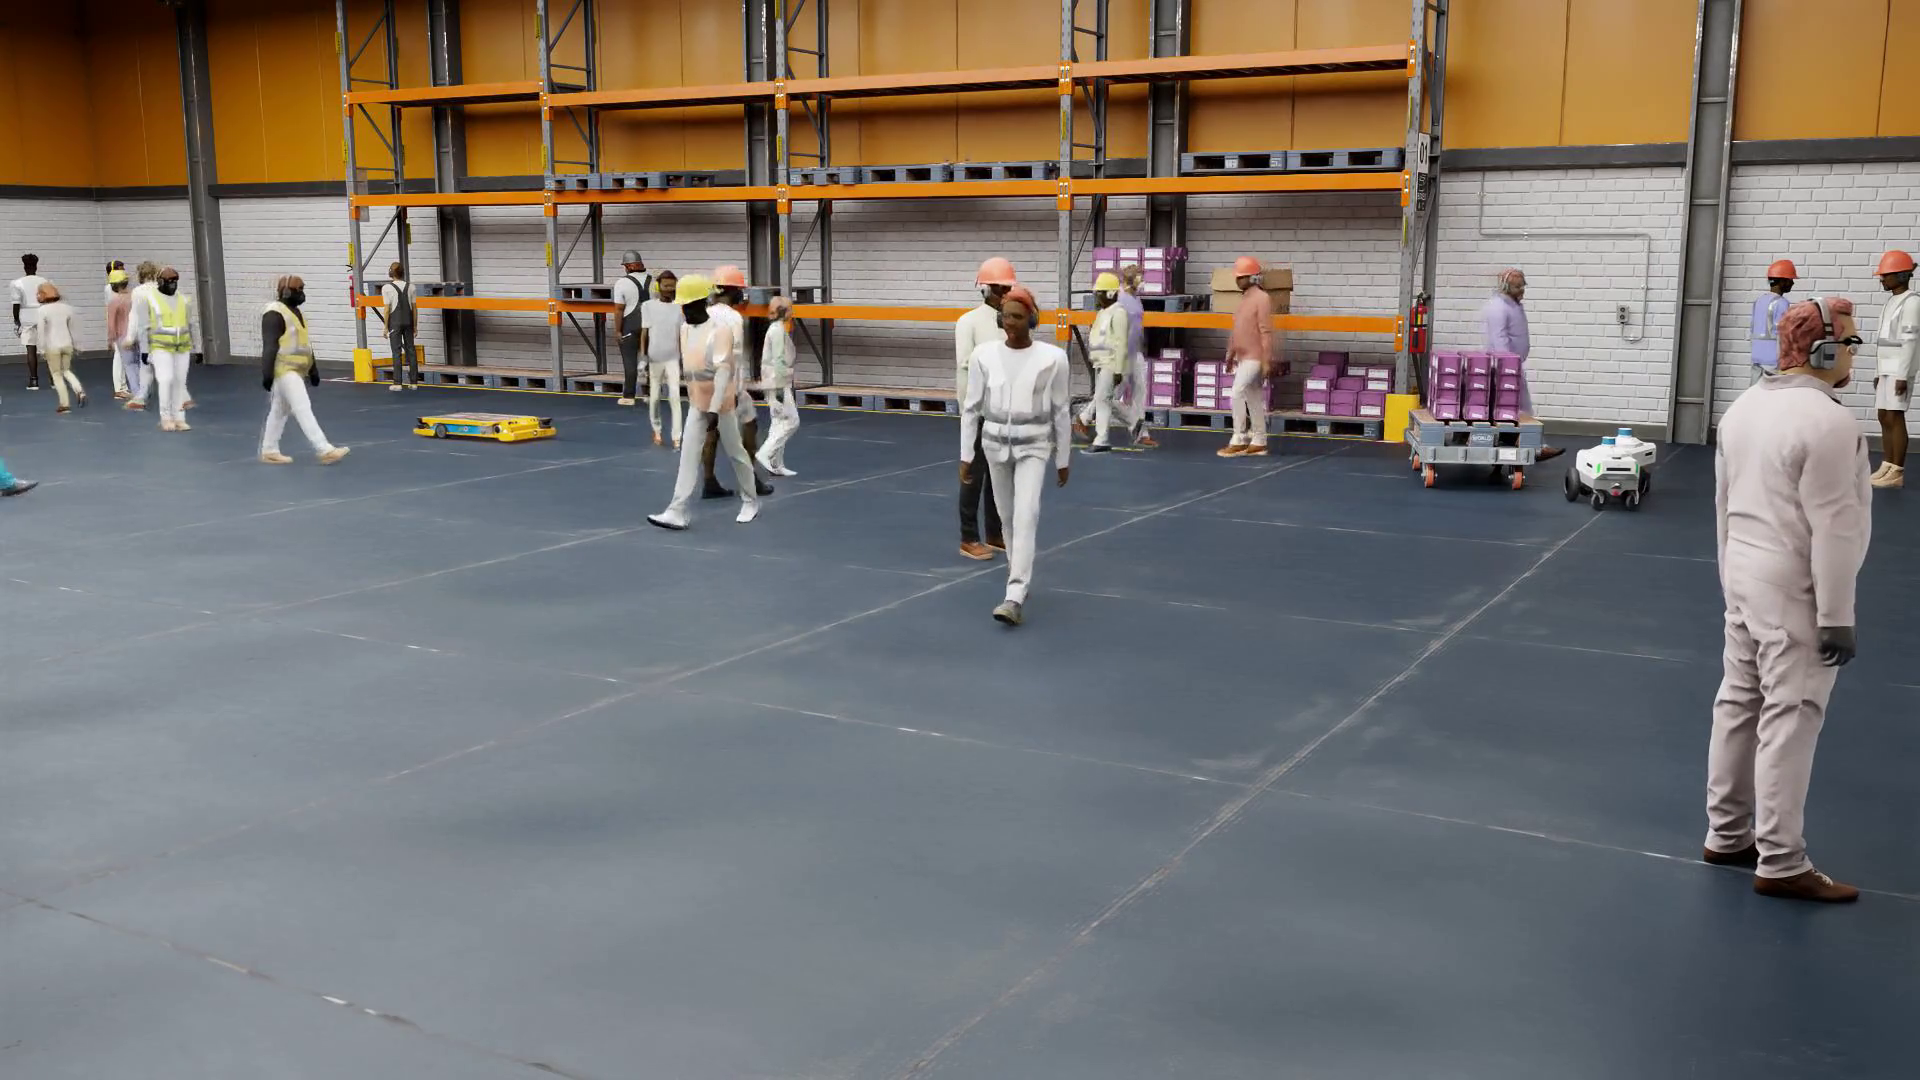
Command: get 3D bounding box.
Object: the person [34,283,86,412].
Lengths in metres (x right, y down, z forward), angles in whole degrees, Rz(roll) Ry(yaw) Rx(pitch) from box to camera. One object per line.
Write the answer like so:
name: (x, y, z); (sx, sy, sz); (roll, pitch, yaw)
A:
person: (-11.199, -2.383, 20.663); (0.390, 1.615, 0.520); (5, 11, 25)

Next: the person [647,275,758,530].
person: (-1.852, -1.006, 12.215); (0.612, 1.858, 1.026); (8, 13, 39)

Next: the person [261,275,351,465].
person: (-6.257, -1.593, 15.737); (0.966, 1.787, 0.634); (0, 10, -1)

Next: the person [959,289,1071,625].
person: (0.313, -0.476, 9.305); (0.579, 1.837, 0.993); (4, 11, 20)

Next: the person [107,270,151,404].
person: (-10.773, -2.608, 21.532); (0.414, 1.753, 0.570); (3, 11, 19)

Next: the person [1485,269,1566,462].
person: (5.263, -1.625, 15.748); (0.952, 1.848, 0.686); (7, 12, 34)

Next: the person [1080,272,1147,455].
person: (1.545, -1.752, 16.577); (0.657, 1.814, 0.598); (-2, 10, -11)

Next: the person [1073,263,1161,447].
person: (1.644, -1.916, 17.262); (0.912, 1.901, 0.624); (6, 12, 32)

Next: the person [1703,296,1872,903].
person: (2.680, 0.182, 5.340); (0.402, 1.910, 0.638); (-1, 10, -3)

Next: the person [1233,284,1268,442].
person: (3.064, -1.859, 17.520); (0.365, 1.680, 0.542); (5, 11, 24)

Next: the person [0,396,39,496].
person: (-8.201, -1.235, 13.687); (0.974, 1.794, 0.569); (-3, 10, -15)

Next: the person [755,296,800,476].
person: (-1.606, -1.363, 14.867); (0.366, 1.626, 0.537); (-2, 10, -9)

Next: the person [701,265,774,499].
person: (-1.851, -1.294, 13.708); (0.764, 1.908, 0.556); (-9, 14, -42)

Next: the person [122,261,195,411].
person: (-10.030, -2.520, 20.724); (1.034, 1.894, 0.635); (1, 10, 4)

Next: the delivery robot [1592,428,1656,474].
delivery robot: (5.518, -0.688, 13.833); (0.477, 0.478, 0.707); (9, 13, 40)

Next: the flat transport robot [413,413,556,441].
flat transport robot: (-5.153, -1.236, 18.004); (1.431, 0.197, 0.652); (5, 11, 27)

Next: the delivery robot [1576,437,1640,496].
delivery robot: (5.138, -0.576, 13.199); (0.477, 0.478, 0.707); (1, 10, 7)

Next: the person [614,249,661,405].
person: (-4.262, -2.795, 21.823); (0.681, 2.000, 0.535); (-8, 13, -40)

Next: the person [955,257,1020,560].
person: (0.222, -0.874, 11.077); (0.401, 1.990, 0.622); (9, 13, 41)

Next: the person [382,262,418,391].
person: (-8.039, -3.063, 23.895); (0.508, 1.846, 0.345); (-9, 13, -41)

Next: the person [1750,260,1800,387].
person: (7.941, -1.759, 16.250); (0.375, 1.935, 0.551); (0, 10, -2)

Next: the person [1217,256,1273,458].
person: (2.742, -1.783, 16.286); (0.741, 1.963, 0.665); (-2, 10, -14)

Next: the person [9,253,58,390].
person: (-13.386, -3.159, 24.089); (0.608, 1.966, 0.371); (-8, 13, -39)

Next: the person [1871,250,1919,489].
person: (7.984, -1.454, 14.267); (0.411, 2.033, 0.613); (2, 10, 10)

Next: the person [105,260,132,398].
person: (-11.468, -2.868, 22.747); (0.328, 1.862, 0.514); (-2, 10, -14)

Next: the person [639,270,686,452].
person: (-3.030, -1.849, 17.048); (0.532, 1.838, 0.895); (-2, 10, -11)

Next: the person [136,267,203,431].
person: (-8.791, -2.122, 18.594); (0.525, 1.830, 0.662); (7, 12, 35)
